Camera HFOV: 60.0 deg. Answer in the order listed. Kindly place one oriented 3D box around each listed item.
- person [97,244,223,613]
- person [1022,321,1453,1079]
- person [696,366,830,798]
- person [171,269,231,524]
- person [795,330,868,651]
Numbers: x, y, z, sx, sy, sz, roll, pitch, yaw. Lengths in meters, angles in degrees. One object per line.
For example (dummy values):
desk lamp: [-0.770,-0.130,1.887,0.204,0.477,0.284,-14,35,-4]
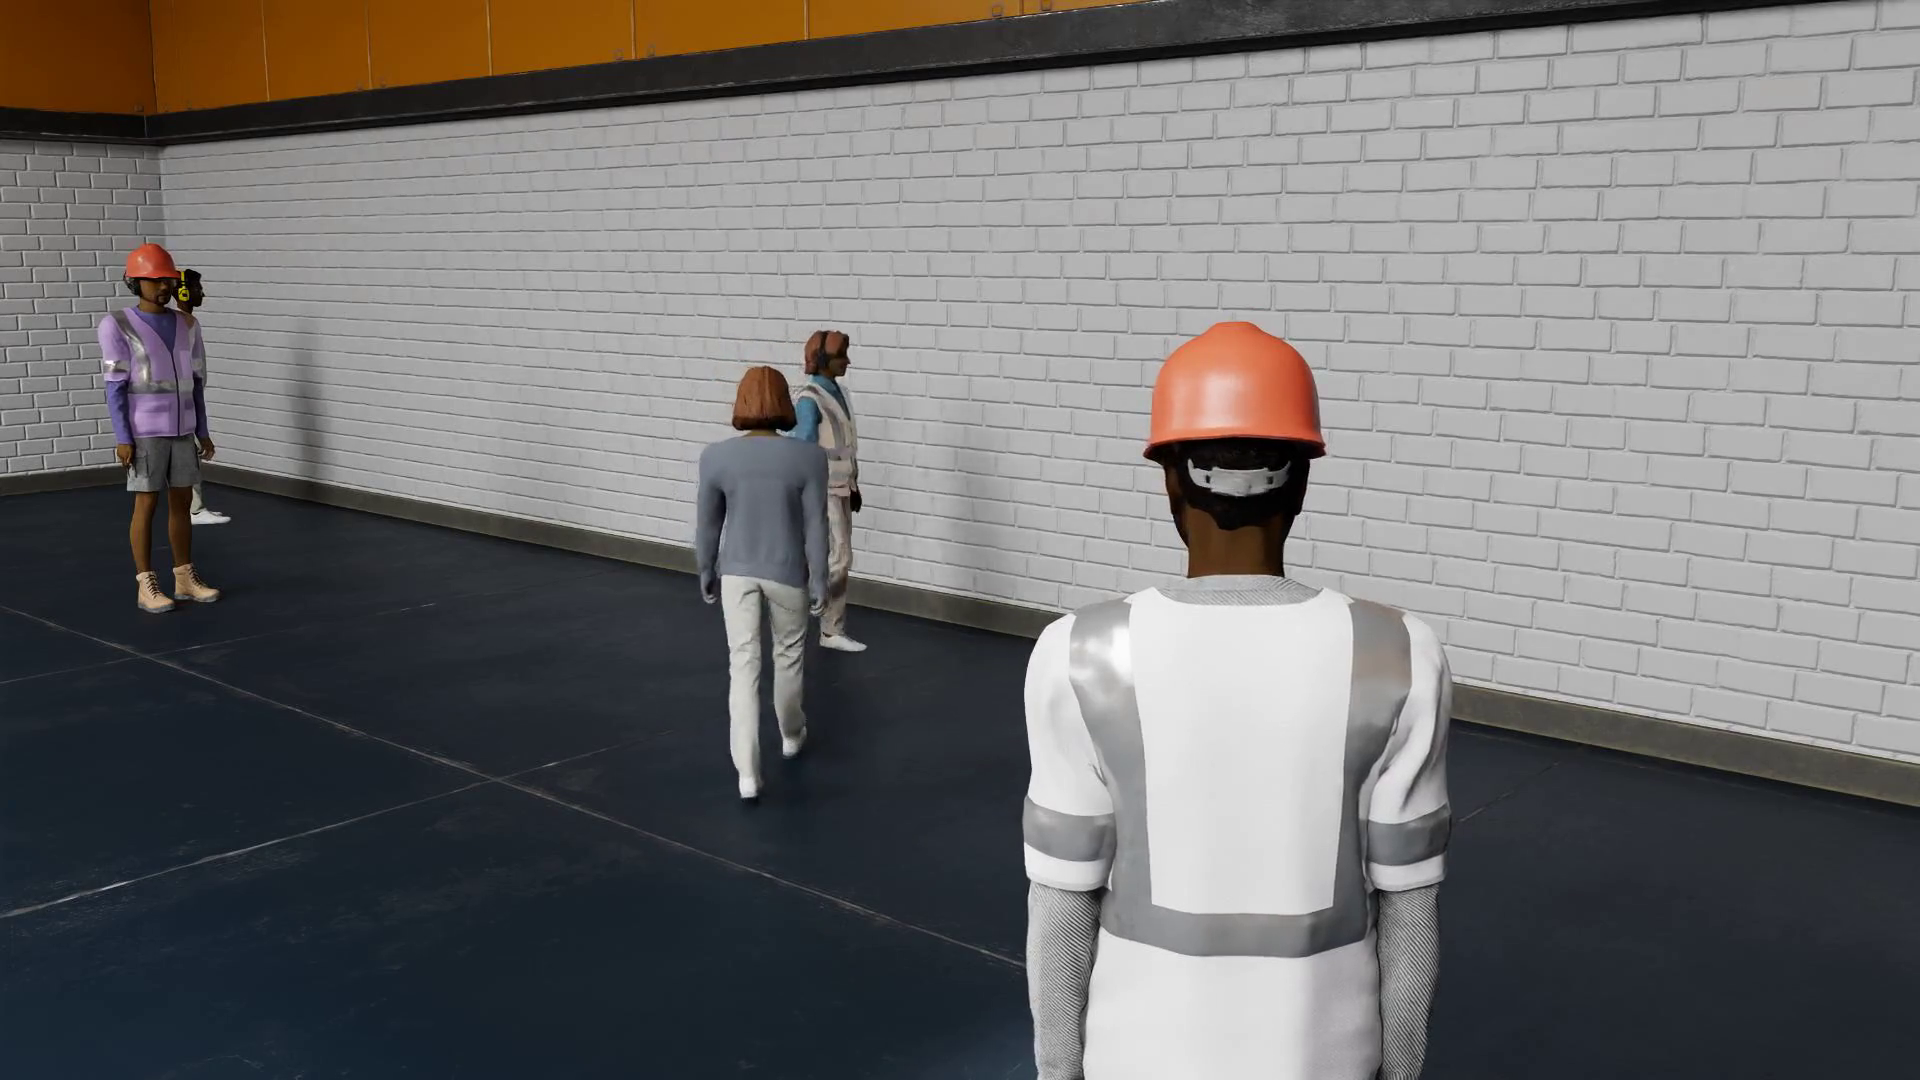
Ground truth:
person: [-4.465,-0.625,9.333,0.374,2.044,0.607,5,11,26]
person: [0.354,0.680,2.230,0.543,1.928,0.370,1,10,3]
person: [-0.748,0.135,6.298,0.520,1.582,0.874,0,10,2]
person: [-5.642,-1.049,12.239,0.325,1.871,0.524,-6,12,-32]
person: [-0.672,-0.231,8.278,0.411,1.625,0.520,2,10,13]
